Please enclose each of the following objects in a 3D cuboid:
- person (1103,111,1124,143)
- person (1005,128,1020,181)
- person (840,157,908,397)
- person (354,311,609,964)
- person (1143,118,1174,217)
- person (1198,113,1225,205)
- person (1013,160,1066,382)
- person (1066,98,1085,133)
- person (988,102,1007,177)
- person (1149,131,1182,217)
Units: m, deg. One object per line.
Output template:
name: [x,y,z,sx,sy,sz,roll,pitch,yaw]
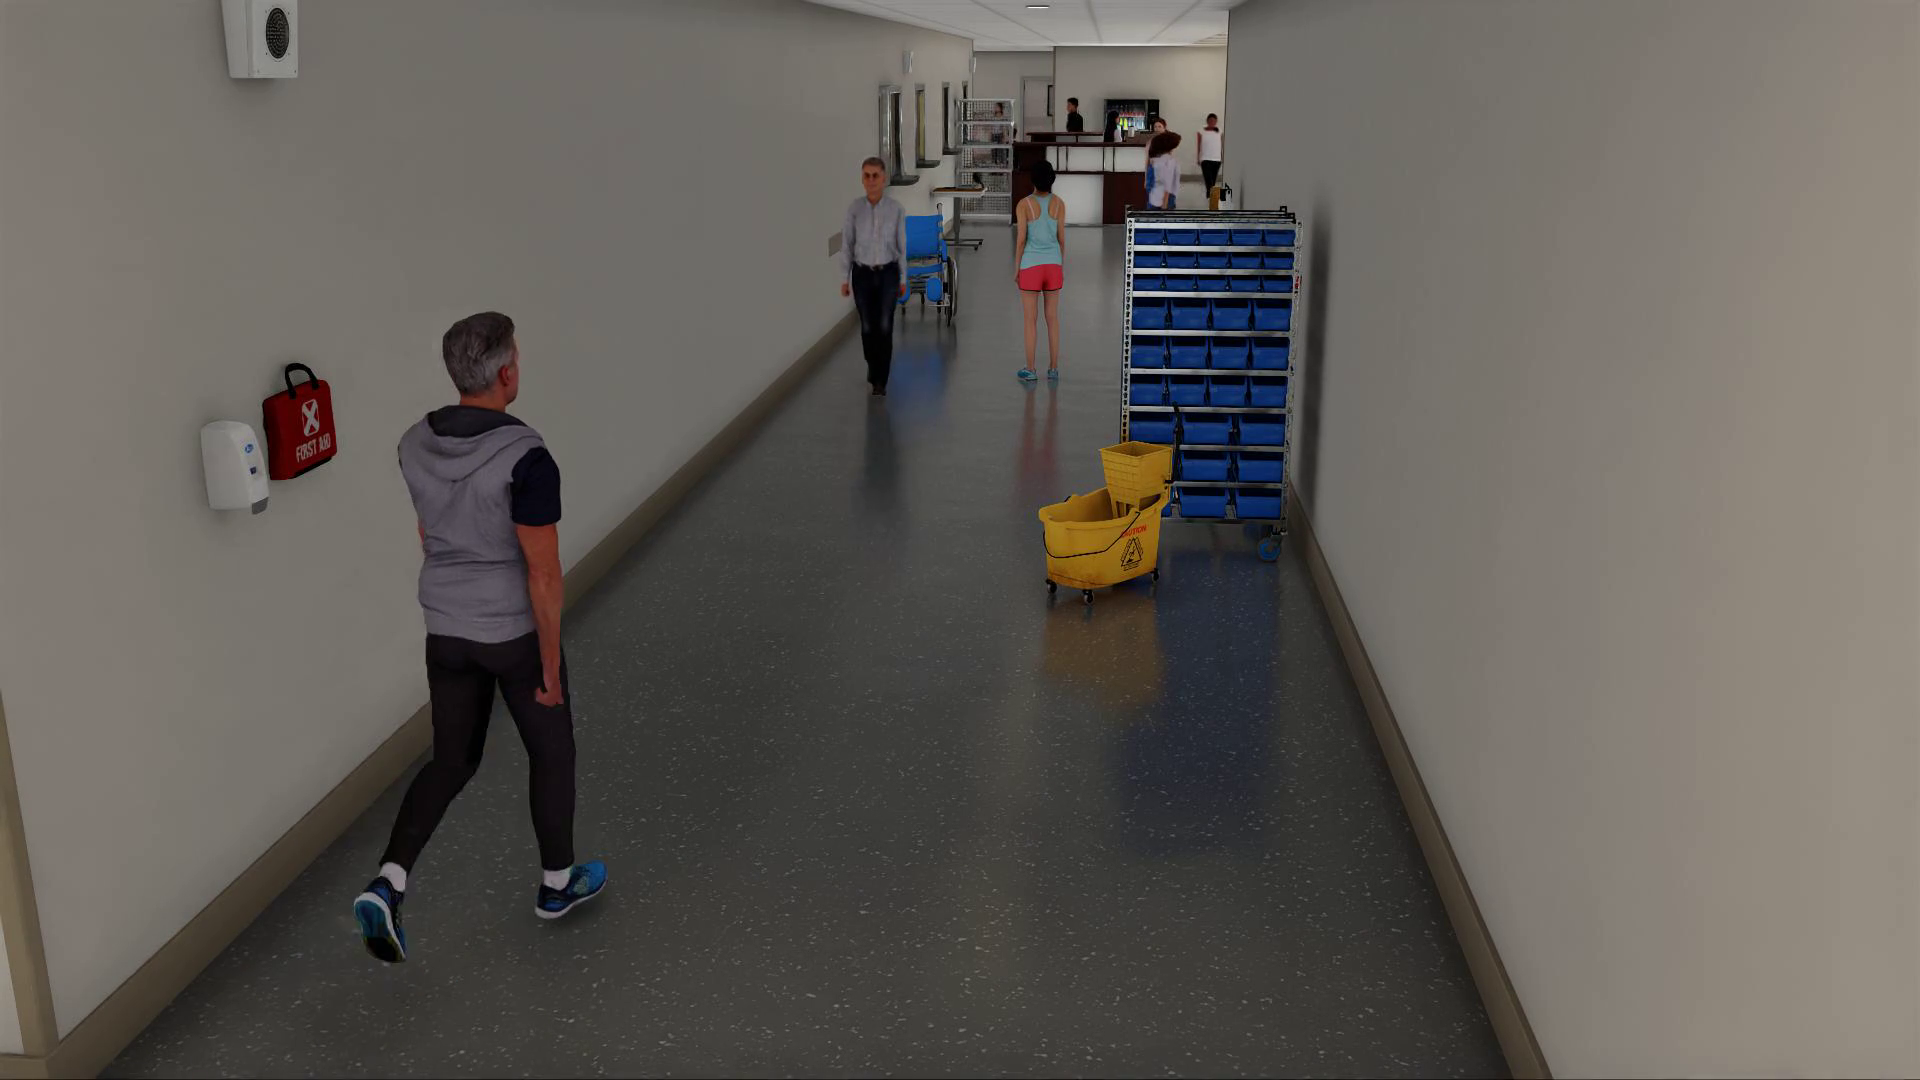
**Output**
person: [2.542,-6.283,27.941,0.714,1.807,0.684,-10,19,-31]
person: [1.160,-8.404,36.457,0.542,1.227,0.635,8,18,26]
person: [-0.653,-2.041,12.942,1.118,1.781,0.749,1,16,3]
person: [-1.364,0.311,4.568,1.110,1.797,0.943,7,17,22]
person: [2.883,-5.222,24.216,0.591,1.784,0.686,6,17,19]
person: [4.731,-7.163,31.353,1.094,1.648,0.886,-2,16,-7]
person: [0.652,-2.185,13.482,0.624,1.765,0.735,-4,16,-14]
person: [2.398,-7.857,33.369,1.344,1.891,1.028,-4,16,-15]
person: [0.907,-9.599,39.836,0.633,1.733,0.748,11,19,33]
person: [2.587,-4.433,21.598,0.849,1.686,0.808,-4,16,-14]
